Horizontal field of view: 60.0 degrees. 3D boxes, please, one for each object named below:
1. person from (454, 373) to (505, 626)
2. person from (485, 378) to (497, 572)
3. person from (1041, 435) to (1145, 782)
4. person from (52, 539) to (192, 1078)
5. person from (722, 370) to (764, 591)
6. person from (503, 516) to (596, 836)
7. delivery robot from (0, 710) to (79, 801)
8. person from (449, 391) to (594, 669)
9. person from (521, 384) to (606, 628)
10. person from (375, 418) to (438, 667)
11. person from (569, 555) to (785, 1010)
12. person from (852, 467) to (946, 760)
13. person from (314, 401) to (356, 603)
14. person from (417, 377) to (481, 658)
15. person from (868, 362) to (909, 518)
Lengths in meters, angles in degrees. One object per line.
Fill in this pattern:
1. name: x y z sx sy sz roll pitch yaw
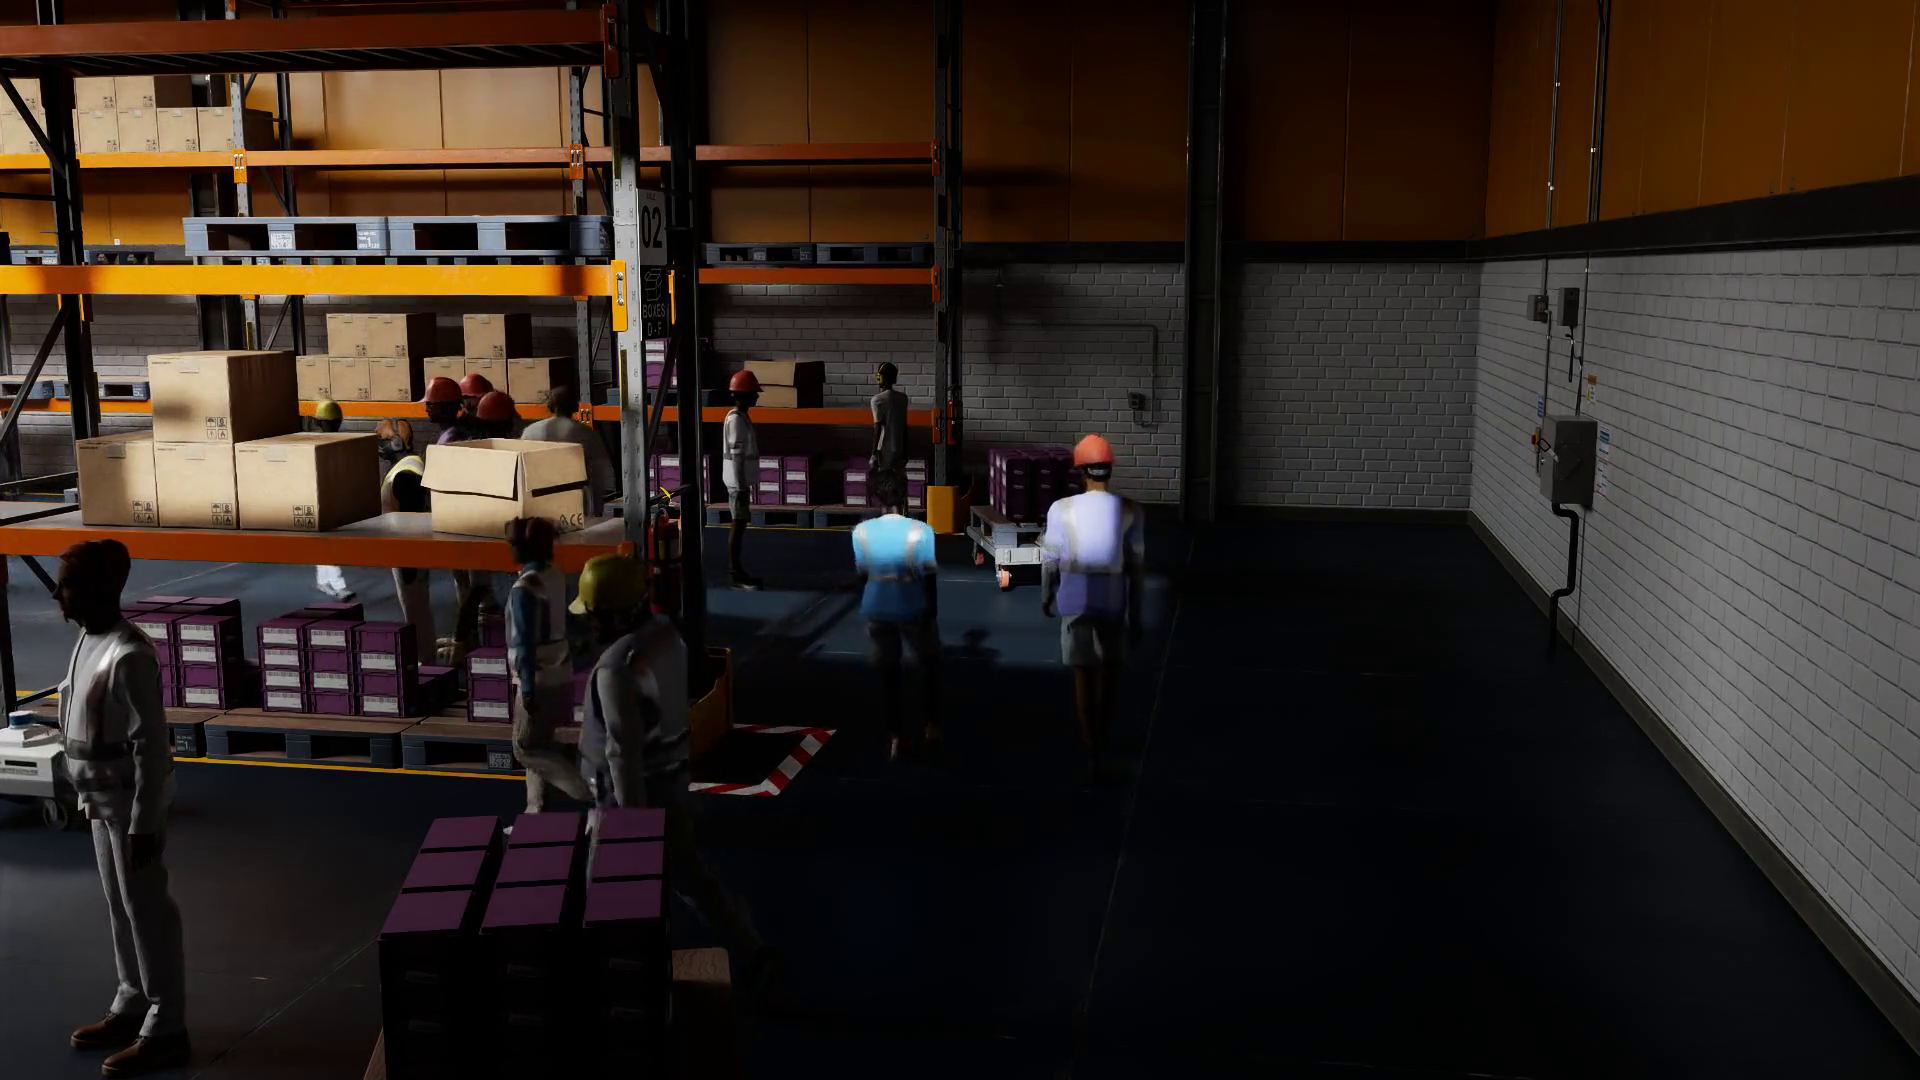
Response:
1. person: -3.846 -0.326 13.250 0.375 1.995 0.611 3 10 19
2. person: -4.418 -0.613 15.544 0.403 1.828 0.594 -2 9 -12
3. person: 0.735 0.347 9.437 0.553 1.873 0.997 -1 9 -6
4. person: -2.947 0.925 5.832 0.360 1.883 0.574 -8 12 -41
5. person: -1.899 -0.523 14.649 0.379 1.937 0.548 -1 9 -5
6. person: -1.989 0.687 8.125 0.529 1.623 0.510 1 9 7
7. delivery robot: -4.770 1.114 8.478 0.707 0.478 0.477 2 9 11
8. person: -3.134 -0.047 11.566 1.056 1.975 0.624 1 9 8
9. person: -3.099 -0.264 13.078 0.657 1.921 0.444 0 9 2
10. person: -3.706 0.100 11.128 0.430 1.836 0.632 -4 10 -23
11. person: -1.101 0.922 6.176 0.865 1.788 0.590 2 9 15
12. person: -0.358 0.422 9.619 0.538 1.658 0.486 3 10 17
13. person: -5.321 -0.324 14.114 0.937 1.709 0.530 8 12 41
14. person: -3.693 -0.163 12.086 0.395 2.044 0.609 -3 9 -15
15. person: -0.745 -0.907 17.236 0.335 1.873 0.519 9 13 43
